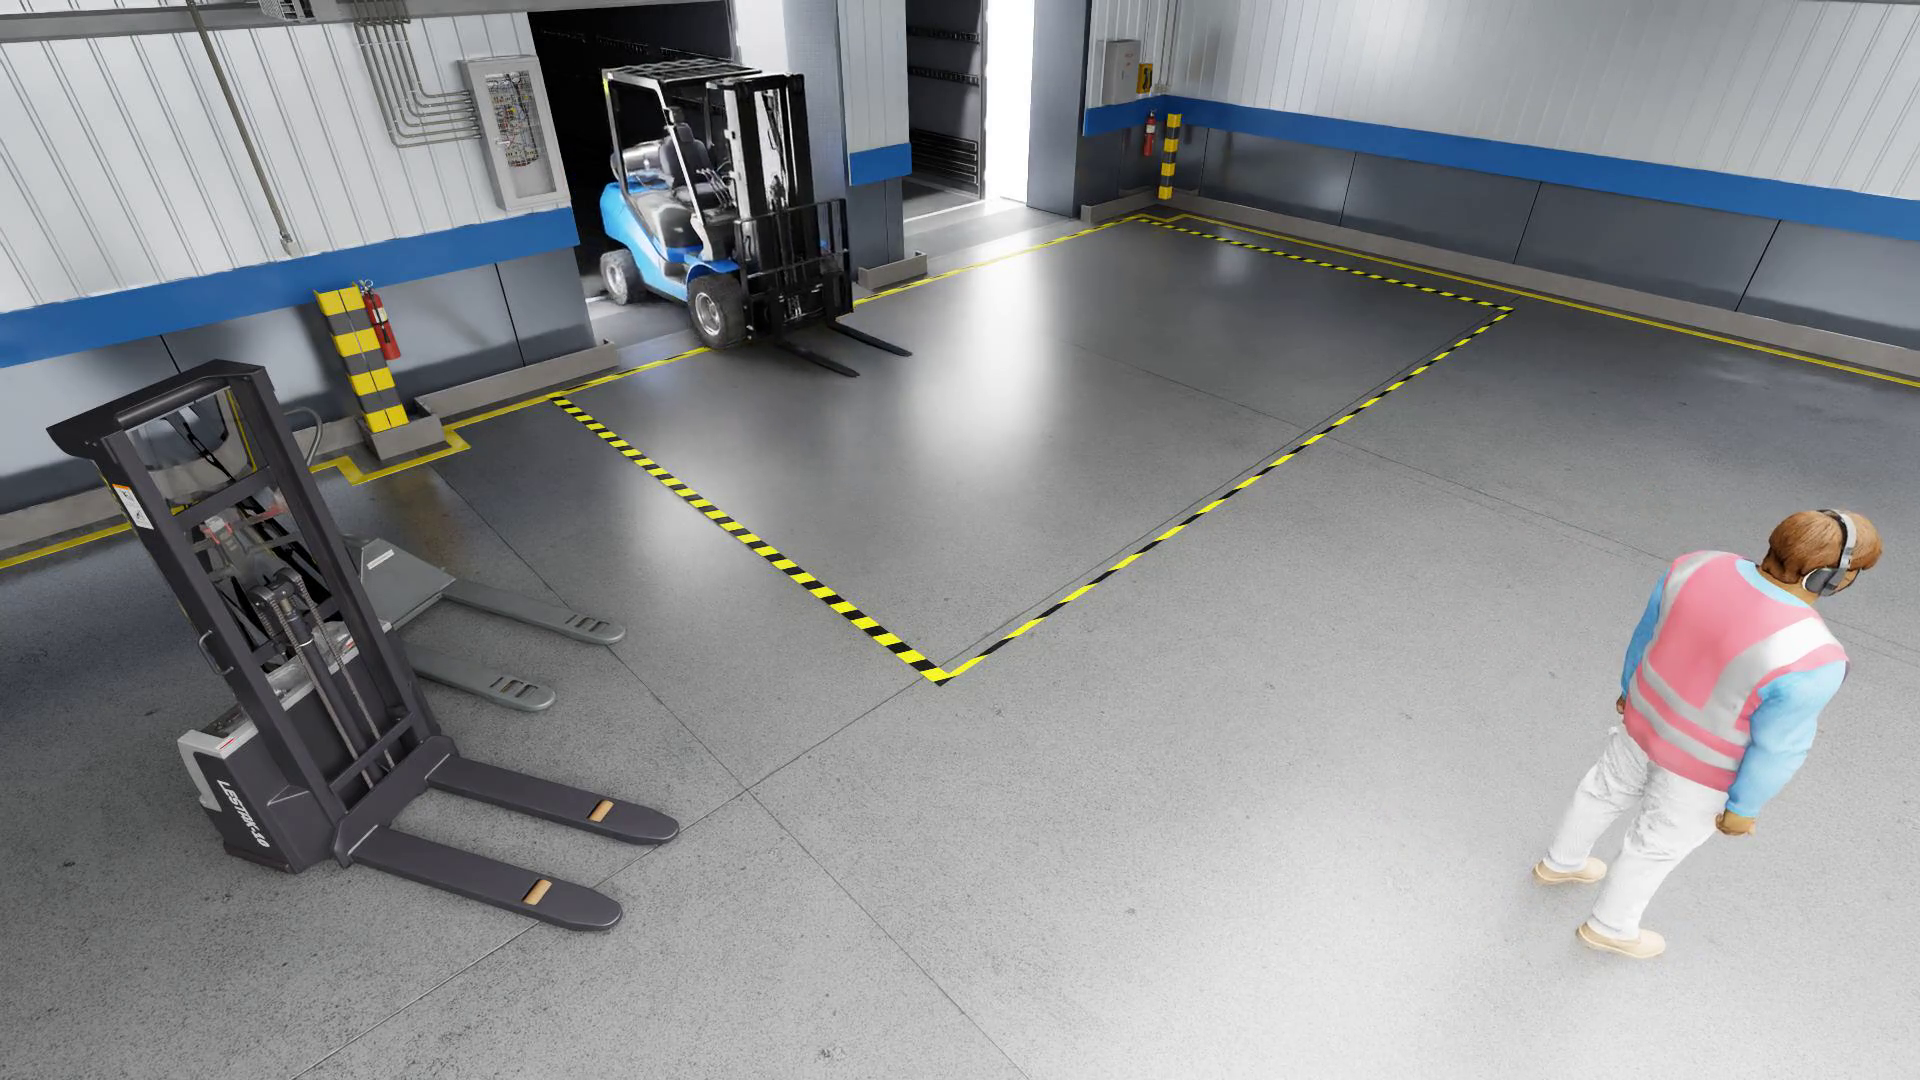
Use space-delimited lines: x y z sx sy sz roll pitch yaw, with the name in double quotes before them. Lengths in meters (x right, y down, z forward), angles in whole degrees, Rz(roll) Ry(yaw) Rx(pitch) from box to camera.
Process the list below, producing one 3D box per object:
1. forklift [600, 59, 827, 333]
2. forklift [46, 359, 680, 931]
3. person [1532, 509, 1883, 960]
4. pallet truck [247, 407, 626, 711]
"forklift" -2.320 -3.230 8.388 2.680 2.036 1.157 29 44 36
"forklift" -2.135 0.422 3.354 1.885 1.965 0.823 10 35 14
"person" 2.481 0.685 3.105 0.429 1.841 0.633 -1 34 -2
"pallet truck" -2.628 0.038 4.590 1.601 1.201 0.680 12 36 18
